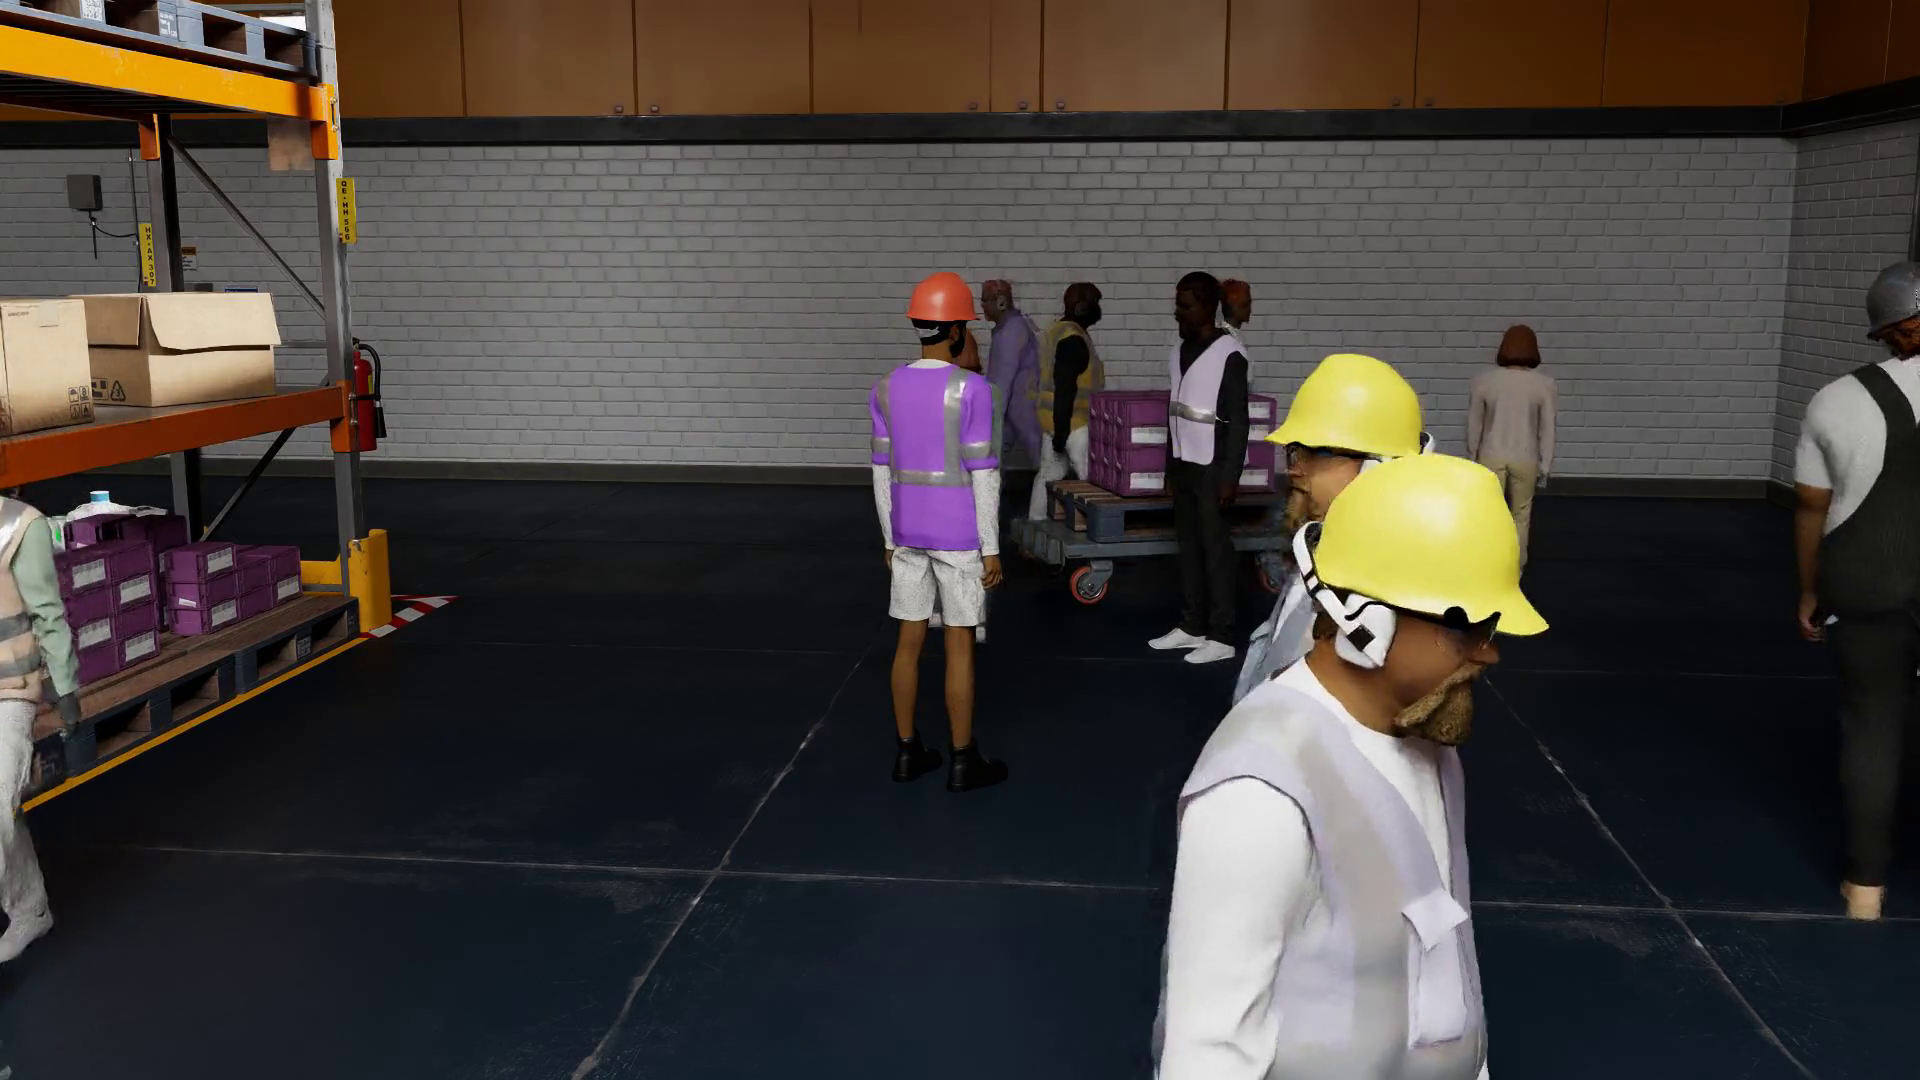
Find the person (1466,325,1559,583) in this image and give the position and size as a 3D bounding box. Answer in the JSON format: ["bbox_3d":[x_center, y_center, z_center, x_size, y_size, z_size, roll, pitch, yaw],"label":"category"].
[{"bbox_3d":[3.226,-0.463,9.771,0.505,1.583,0.887,3,10,18],"label":"person"}]

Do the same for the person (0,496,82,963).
[{"bbox_3d":[-2.721,0.456,4.456,0.531,1.598,0.822,1,10,6],"label":"person"}]

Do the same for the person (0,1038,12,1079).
[{"bbox_3d":[-1.676,0.664,2.268,0.622,1.946,0.622,0,10,-1],"label":"person"}]

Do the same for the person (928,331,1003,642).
[{"bbox_3d":[-0.036,-0.298,8.731,0.509,1.611,0.682,-4,11,-23],"label":"person"}]

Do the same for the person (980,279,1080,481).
[{"bbox_3d":[0.498,-0.956,11.952,1.084,1.826,0.633,-2,10,-9],"label":"person"}]

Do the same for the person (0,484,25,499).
[{"bbox_3d":[-4.900,-0.380,8.110,0.618,1.997,0.373,-3,10,-19],"label":"person"}]

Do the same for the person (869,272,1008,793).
[{"bbox_3d":[-0.070,-0.025,6.245,0.543,1.940,0.361,7,12,33],"label":"person"}]

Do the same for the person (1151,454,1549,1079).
[{"bbox_3d":[0.509,0.778,2.128,0.852,1.778,0.604,6,11,29],"label":"person"}]

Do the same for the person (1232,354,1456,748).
[{"bbox_3d":[0.699,0.574,3.120,0.404,1.833,0.602,0,10,1],"label":"person"}]

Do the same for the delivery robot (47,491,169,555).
[{"bbox_3d":[-5.214,-0.055,10.111,0.477,0.478,0.707,8,12,37],"label":"delivery robot"}]

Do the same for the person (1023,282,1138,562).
[{"bbox_3d":[0.816,-0.755,10.803,0.865,1.807,0.639,-1,10,-5],"label":"person"}]

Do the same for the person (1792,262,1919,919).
[{"bbox_3d":[2.902,0.130,5.070,0.706,2.000,0.567,8,12,37],"label":"person"}]

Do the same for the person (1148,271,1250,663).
[{"bbox_3d":[1.210,-0.358,8.216,0.371,1.915,0.597,-4,11,-23],"label":"person"}]

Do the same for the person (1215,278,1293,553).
[{"bbox_3d":[1.728,-0.825,11.109,0.983,1.845,0.657,1,10,8],"label":"person"}]
